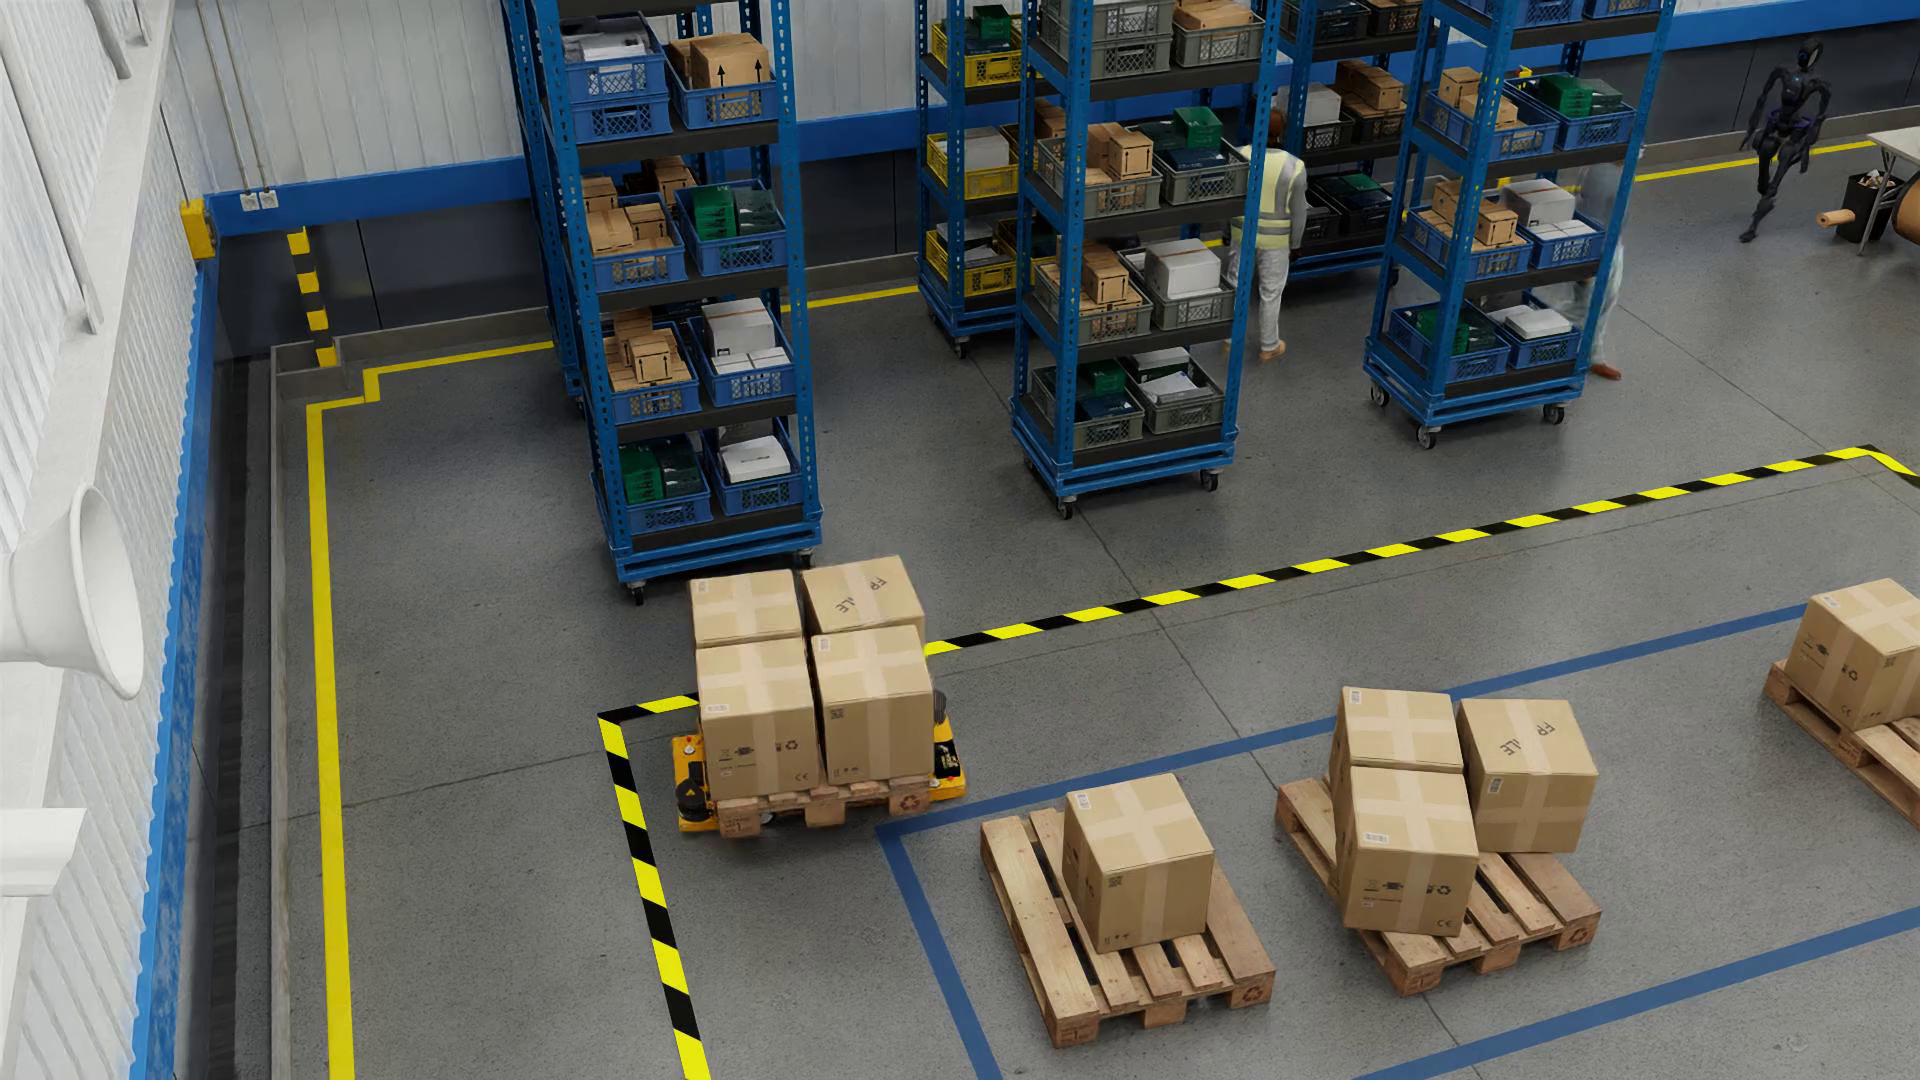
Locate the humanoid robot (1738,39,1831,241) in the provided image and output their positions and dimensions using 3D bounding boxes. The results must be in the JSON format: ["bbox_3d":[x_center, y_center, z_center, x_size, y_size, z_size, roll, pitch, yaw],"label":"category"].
[{"bbox_3d":[6.696,-3.292,13.553,0.821,1.619,0.589,-30,45,-35],"label":"humanoid robot"}]

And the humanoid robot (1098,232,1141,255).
[{"bbox_3d":[0.981,-1.576,11.123,0.787,1.638,0.584,-12,37,-17],"label":"humanoid robot"}]

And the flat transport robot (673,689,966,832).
[{"bbox_3d":[-0.730,1.104,8.466,1.431,0.197,0.652,-6,36,-9],"label":"flat transport robot"}]

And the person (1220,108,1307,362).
[{"bbox_3d":[2.126,-2.140,11.727,0.619,1.841,0.430,18,39,23],"label":"person"}]

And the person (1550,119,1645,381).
[{"bbox_3d":[4.354,-2.010,11.487,0.723,1.916,0.627,23,41,29],"label":"person"}]
